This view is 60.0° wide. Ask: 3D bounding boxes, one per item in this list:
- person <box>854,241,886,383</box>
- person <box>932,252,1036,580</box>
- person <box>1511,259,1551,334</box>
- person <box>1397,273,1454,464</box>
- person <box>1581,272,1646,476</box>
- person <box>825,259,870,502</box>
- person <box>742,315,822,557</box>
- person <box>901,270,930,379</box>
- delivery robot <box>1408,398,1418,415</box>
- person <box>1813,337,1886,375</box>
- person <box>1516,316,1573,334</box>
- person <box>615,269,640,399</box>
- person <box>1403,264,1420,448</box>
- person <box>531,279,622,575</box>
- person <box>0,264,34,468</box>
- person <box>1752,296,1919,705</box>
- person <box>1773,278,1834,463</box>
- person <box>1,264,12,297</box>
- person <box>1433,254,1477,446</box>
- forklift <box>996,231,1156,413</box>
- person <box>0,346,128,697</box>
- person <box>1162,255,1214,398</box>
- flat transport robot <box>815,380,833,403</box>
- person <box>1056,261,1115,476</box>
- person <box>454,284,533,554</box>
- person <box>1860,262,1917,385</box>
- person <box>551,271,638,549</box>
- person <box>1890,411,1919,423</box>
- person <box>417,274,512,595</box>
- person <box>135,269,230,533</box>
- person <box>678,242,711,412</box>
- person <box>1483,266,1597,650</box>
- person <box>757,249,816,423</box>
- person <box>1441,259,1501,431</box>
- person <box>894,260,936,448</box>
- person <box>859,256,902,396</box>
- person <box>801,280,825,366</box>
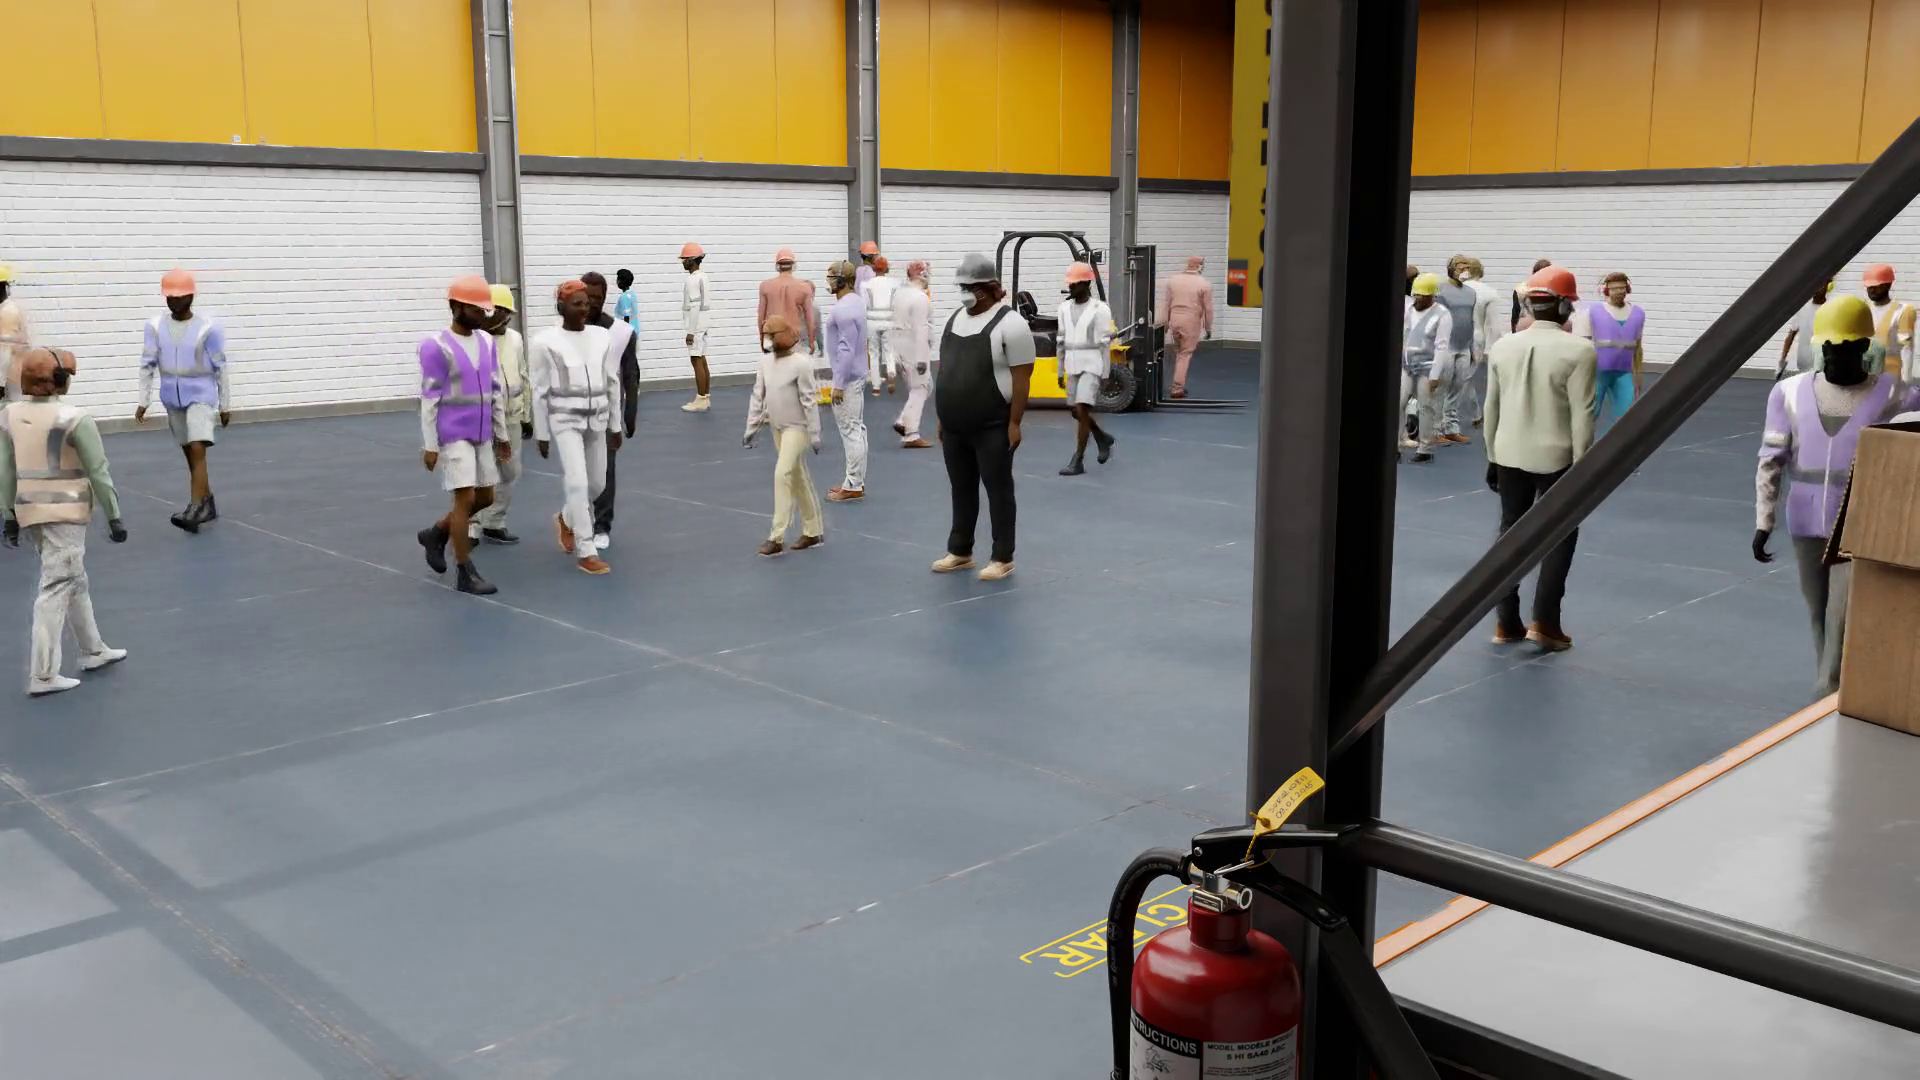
[{"bbox_3d":[-1.315,-3.291,24.073,0.364,2.048,0.611,-5,12,-26],"label":"person"},{"bbox_3d":[0.091,-0.771,10.349,0.688,2.000,0.536,9,14,40],"label":"person"},{"bbox_3d":[7.076,-2.507,20.357,0.635,1.842,0.429,6,12,28],"label":"person"},{"bbox_3d":[4.194,-1.566,15.399,0.674,1.784,0.644,-7,13,-34],"label":"person"},{"bbox_3d":[5.820,-1.507,15.016,0.620,1.823,0.760,-2,11,-9],"label":"person"},{"bbox_3d":[-0.913,-1.270,13.345,0.370,1.941,0.627,1,10,5],"label":"person"},{"bbox_3d":[-1.223,-0.689,11.100,0.776,1.600,0.502,-9,14,-41],"label":"person"},{"bbox_3d":[-0.676,-3.223,24.683,0.532,1.691,0.321,4,11,20],"label":"person"},{"bbox_3d":[4.435,-1.385,17.494,0.707,0.478,0.477,-1,10,-3],"label":"delivery robot"},{"bbox_3d":[6.855,-1.030,12.876,0.498,1.632,0.280,6,12,30],"label":"person"},{"bbox_3d":[5.101,-1.407,14.614,0.538,1.749,0.444,-3,11,-14],"label":"person"},{"bbox_3d":[-4.357,-2.698,21.794,0.316,1.695,0.541,0,10,-1],"label":"person"},{"bbox_3d":[4.427,-1.822,16.626,0.634,1.841,0.429,-10,14,-42],"label":"person"},{"bbox_3d":[-2.478,-0.741,10.692,0.586,1.862,0.799,-9,14,-41],"label":"person"},{"bbox_3d":[-8.126,-1.393,14.096,0.697,1.902,0.607,-7,12,-32],"label":"person"},{"bbox_3d":[3.576,-0.054,6.869,0.978,1.877,0.591,-10,14,-42],"label":"person"},{"bbox_3d":[7.844,-1.588,15.390,0.984,1.827,0.508,-6,12,-29],"label":"person"},{"bbox_3d":[-8.561,-1.495,14.741,0.638,1.885,0.722,4,11,22],"label":"person"},{"bbox_3d":[5.017,-1.928,16.936,0.632,1.940,0.372,-7,12,-33],"label":"person"},{"bbox_3d":[1.222,-2.721,20.561,2.313,2.155,1.214,2,11,13],"label":"forklift"},{"bbox_3d":[-4.183,-0.107,7.878,0.535,1.604,0.757,4,11,19],"label":"person"},{"bbox_3d":[3.051,-2.813,21.952,0.662,1.867,0.799,9,14,41],"label":"person"},{"bbox_3d":[-1.803,-1.923,21.458,0.652,0.197,1.431,-4,11,-22],"label":"flat transport robot"},{"bbox_3d":[1.163,-1.555,15.008,0.554,1.913,0.831,9,14,40],"label":"person"},{"bbox_3d":[-3.218,-0.822,11.288,0.403,1.799,0.711,9,14,42],"label":"person"},{"bbox_3d":[7.890,-1.400,14.157,0.751,1.909,0.585,-6,12,-30],"label":"person"},{"bbox_3d":[-2.530,-0.924,11.588,0.593,1.891,0.812,0,10,1],"label":"person"},{"bbox_3d":[3.314,0.200,5.548,0.313,1.861,0.524,-9,14,-41],"label":"person"},{"bbox_3d":[-3.058,-0.645,10.049,0.701,1.908,0.585,5,12,27],"label":"person"},{"bbox_3d":[-5.623,-1.001,12.026,0.569,1.883,0.993,0,10,0],"label":"person"},{"bbox_3d":[-3.229,-2.578,20.195,0.374,2.042,0.615,1,10,4],"label":"person"},{"bbox_3d":[3.017,-0.399,8.656,0.512,1.932,0.640,-10,14,-42],"label":"person"},{"bbox_3d":[-1.982,-2.293,18.838,0.705,1.971,0.520,-1,10,-5],"label":"person"},{"bbox_3d":[5.552,-2.111,18.124,0.657,1.876,1.001,9,14,41],"label":"person"},{"bbox_3d":[-0.429,-1.874,16.794,0.481,1.883,0.663,-4,11,-21],"label":"person"},{"bbox_3d":[-1.043,-2.818,21.988,0.579,1.869,0.596,-2,11,-12],"label":"person"},{"bbox_3d":[-1.871,-2.294,19.853,0.521,1.610,0.344,5,11,25],"label":"person"}]
